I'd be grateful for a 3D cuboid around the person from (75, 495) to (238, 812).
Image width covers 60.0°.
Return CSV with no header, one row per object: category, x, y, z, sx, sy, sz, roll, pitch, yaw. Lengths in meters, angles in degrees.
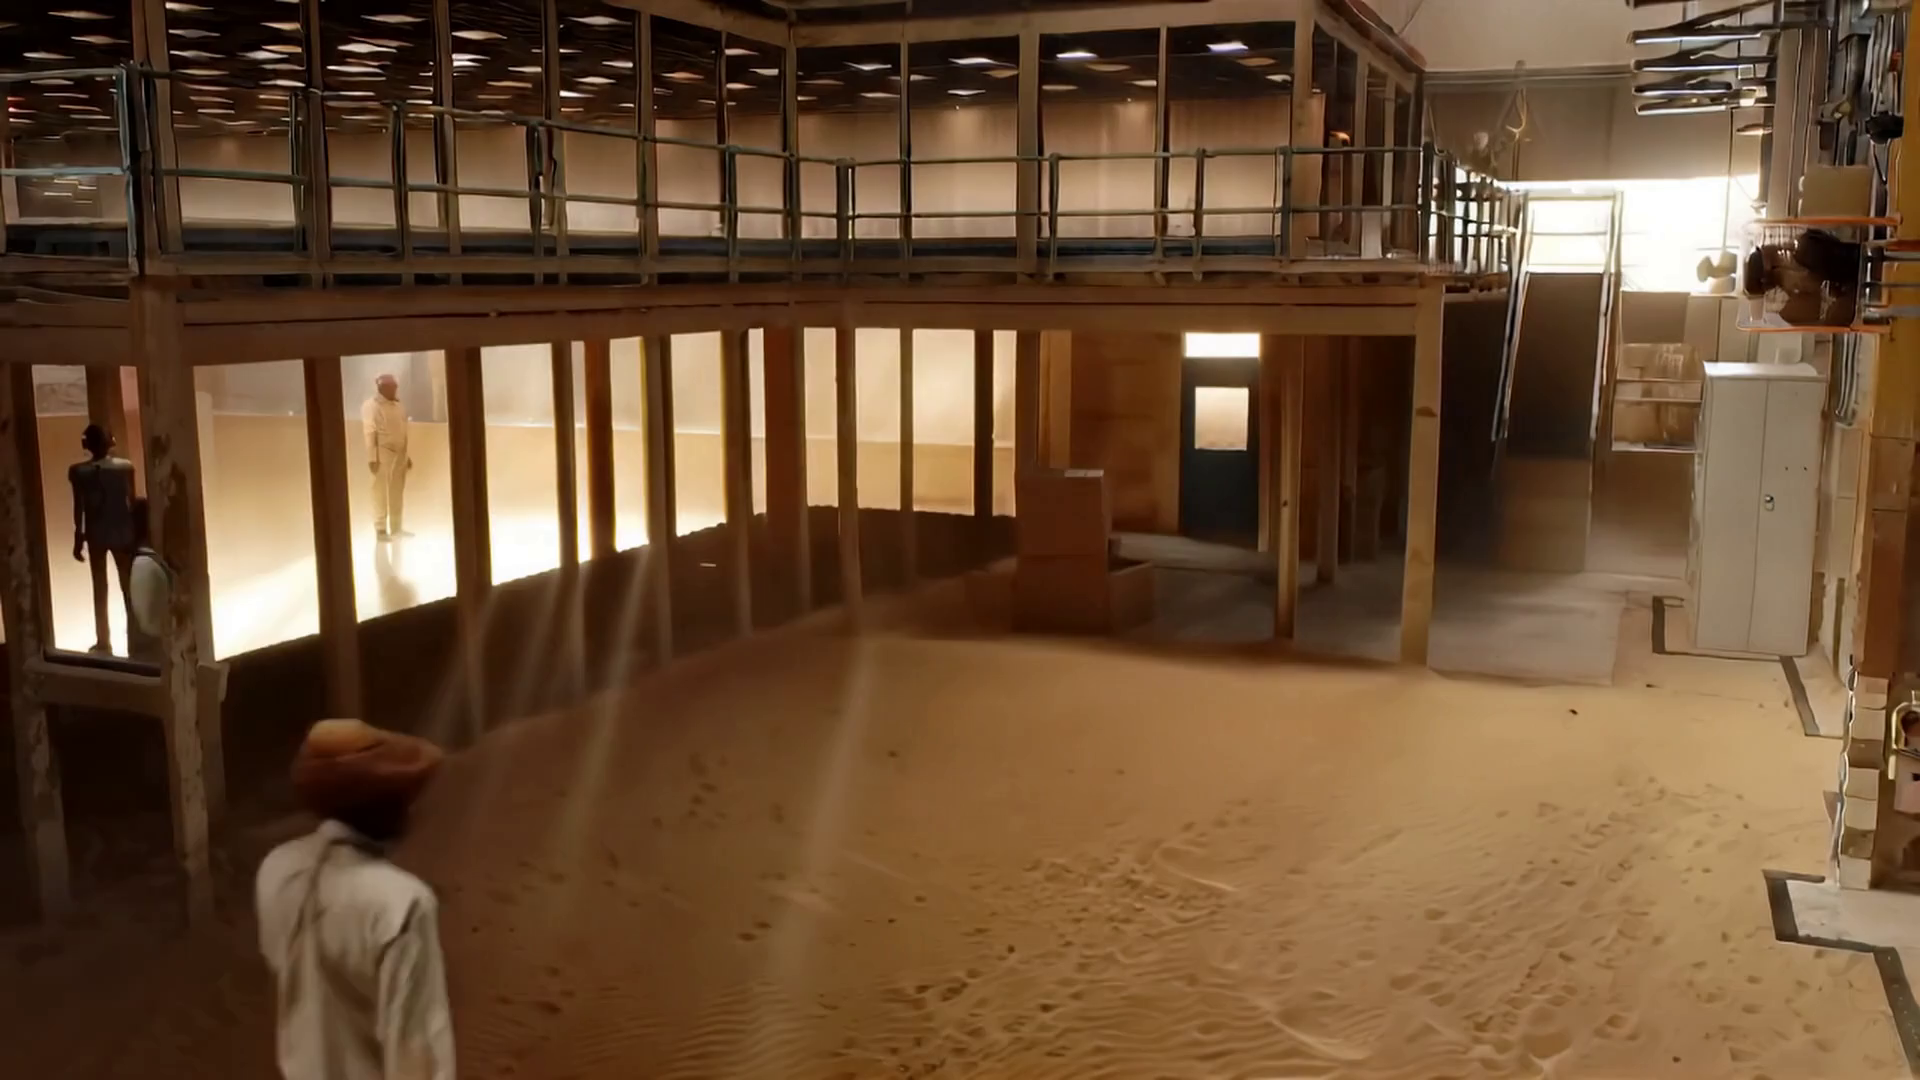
person,-4.529,0.655,9.294,0.726,1.827,0.513,-3,10,-18
